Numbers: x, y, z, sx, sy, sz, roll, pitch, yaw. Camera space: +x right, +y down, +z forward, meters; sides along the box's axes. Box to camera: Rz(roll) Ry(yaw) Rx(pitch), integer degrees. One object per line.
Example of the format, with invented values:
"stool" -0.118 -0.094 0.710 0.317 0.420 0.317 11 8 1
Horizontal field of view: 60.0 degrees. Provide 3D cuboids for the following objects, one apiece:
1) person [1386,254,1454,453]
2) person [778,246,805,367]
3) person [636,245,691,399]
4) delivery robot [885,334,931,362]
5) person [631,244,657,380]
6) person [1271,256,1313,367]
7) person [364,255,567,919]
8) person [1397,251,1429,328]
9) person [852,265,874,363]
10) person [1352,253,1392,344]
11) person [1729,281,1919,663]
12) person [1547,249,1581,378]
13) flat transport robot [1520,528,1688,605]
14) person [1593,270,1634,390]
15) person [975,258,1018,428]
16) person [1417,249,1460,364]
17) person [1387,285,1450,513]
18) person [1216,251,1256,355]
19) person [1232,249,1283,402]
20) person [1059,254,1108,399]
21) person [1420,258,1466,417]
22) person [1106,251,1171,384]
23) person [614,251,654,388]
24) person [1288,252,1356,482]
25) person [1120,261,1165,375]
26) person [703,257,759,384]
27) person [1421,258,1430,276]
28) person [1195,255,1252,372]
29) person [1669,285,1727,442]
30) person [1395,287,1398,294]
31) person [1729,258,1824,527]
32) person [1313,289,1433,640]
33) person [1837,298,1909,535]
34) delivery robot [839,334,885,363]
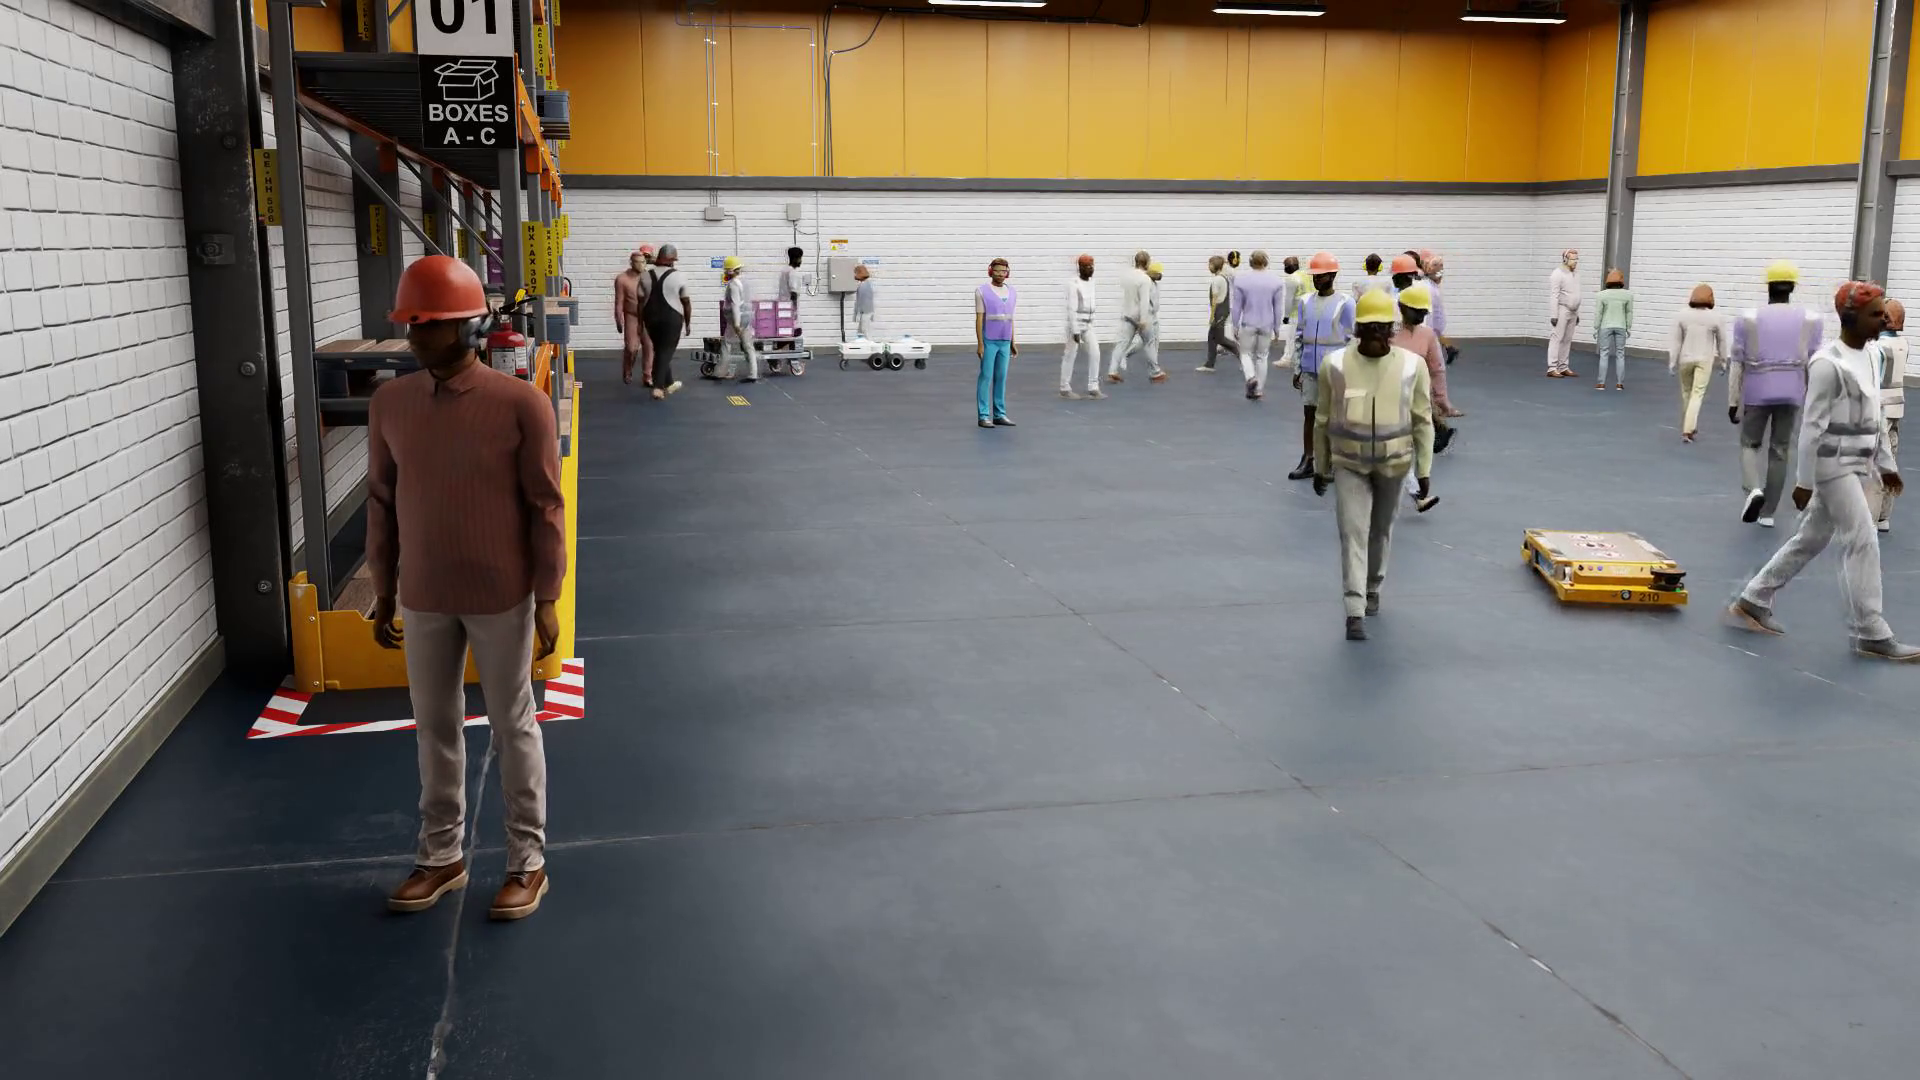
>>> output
"person" 4.310 -1.757 15.819 0.554 1.912 0.813 -7 12 -34
"person" -2.758 -3.720 26.596 0.550 1.940 0.640 -5 11 -27
"person" -3.834 -2.865 21.582 0.726 2.000 1.059 4 11 20
"delivery robot" -0.818 -3.007 26.225 0.707 0.478 0.477 -2 10 -13
"person" -4.595 -3.278 24.074 0.682 1.968 0.471 -5 12 -27
"person" 5.415 -3.618 26.506 0.809 1.787 0.651 5 11 27
"person" -1.488 0.156 4.972 0.621 1.989 0.398 2 10 11
"person" 4.985 -2.234 18.433 0.391 1.917 0.593 7 12 34
"person" -1.599 -3.725 27.508 0.431 1.615 0.516 2 10 13
"person" 5.205 -2.696 21.117 0.515 1.872 0.333 2 10 11
"person" 4.352 -0.365 8.294 0.951 1.846 0.575 10 14 44
"person" 9.025 -3.367 24.762 0.646 1.900 0.403 -8 13 -39
"flat transport robot" 3.781 0.137 9.848 0.652 0.197 1.431 2 10 9
"person" 8.898 -2.860 22.679 0.499 1.633 0.281 2 10 11
"person" 0.388 -2.152 18.185 0.565 1.841 0.396 -9 13 -40
"person" 7.722 -3.808 27.222 0.878 1.909 0.568 2 10 9
"person" 3.349 -1.039 12.402 0.554 1.700 0.998 -5 11 -27
"person" 4.908 -4.184 29.470 0.914 1.830 0.509 -2 10 -12
"person" 3.723 -2.669 20.806 0.625 1.928 0.544 1 10 3
"person" 1.576 -2.691 21.121 0.584 1.845 0.790 -10 14 -44
"person" 5.331 -2.332 19.204 0.987 1.843 0.672 1 10 4
"person" 2.512 -3.148 23.606 1.032 1.886 0.646 -6 12 -29
"person" -4.450 -3.047 23.016 0.660 1.890 0.516 -6 12 -31
"person" 3.050 -1.450 14.029 0.551 1.935 0.375 8 13 39
"person" 2.796 -3.353 25.183 0.648 1.708 0.530 5 12 28
"person" -3.246 -3.090 23.504 0.859 1.793 0.591 3 11 16
"person" 7.108 -3.401 25.318 0.330 1.765 0.533 1 10 7
"person" 4.061 -3.458 25.518 0.801 1.822 0.515 4 11 19
"person" 7.513 -1.799 16.934 0.519 1.586 0.871 7 13 35
"person" 7.485 -3.869 28.122 0.320 1.692 0.538 -1 10 -6
"person" 5.725 -1.017 11.717 0.586 1.912 0.510 4 11 19
"person" 2.171 -0.421 8.760 0.607 1.788 0.915 2 10 10
"person" 6.348 -0.845 11.499 0.514 1.641 0.309 -9 14 -41
"delivery robot" -1.548 -2.999 26.181 0.707 0.478 0.477 -1 10 -7
